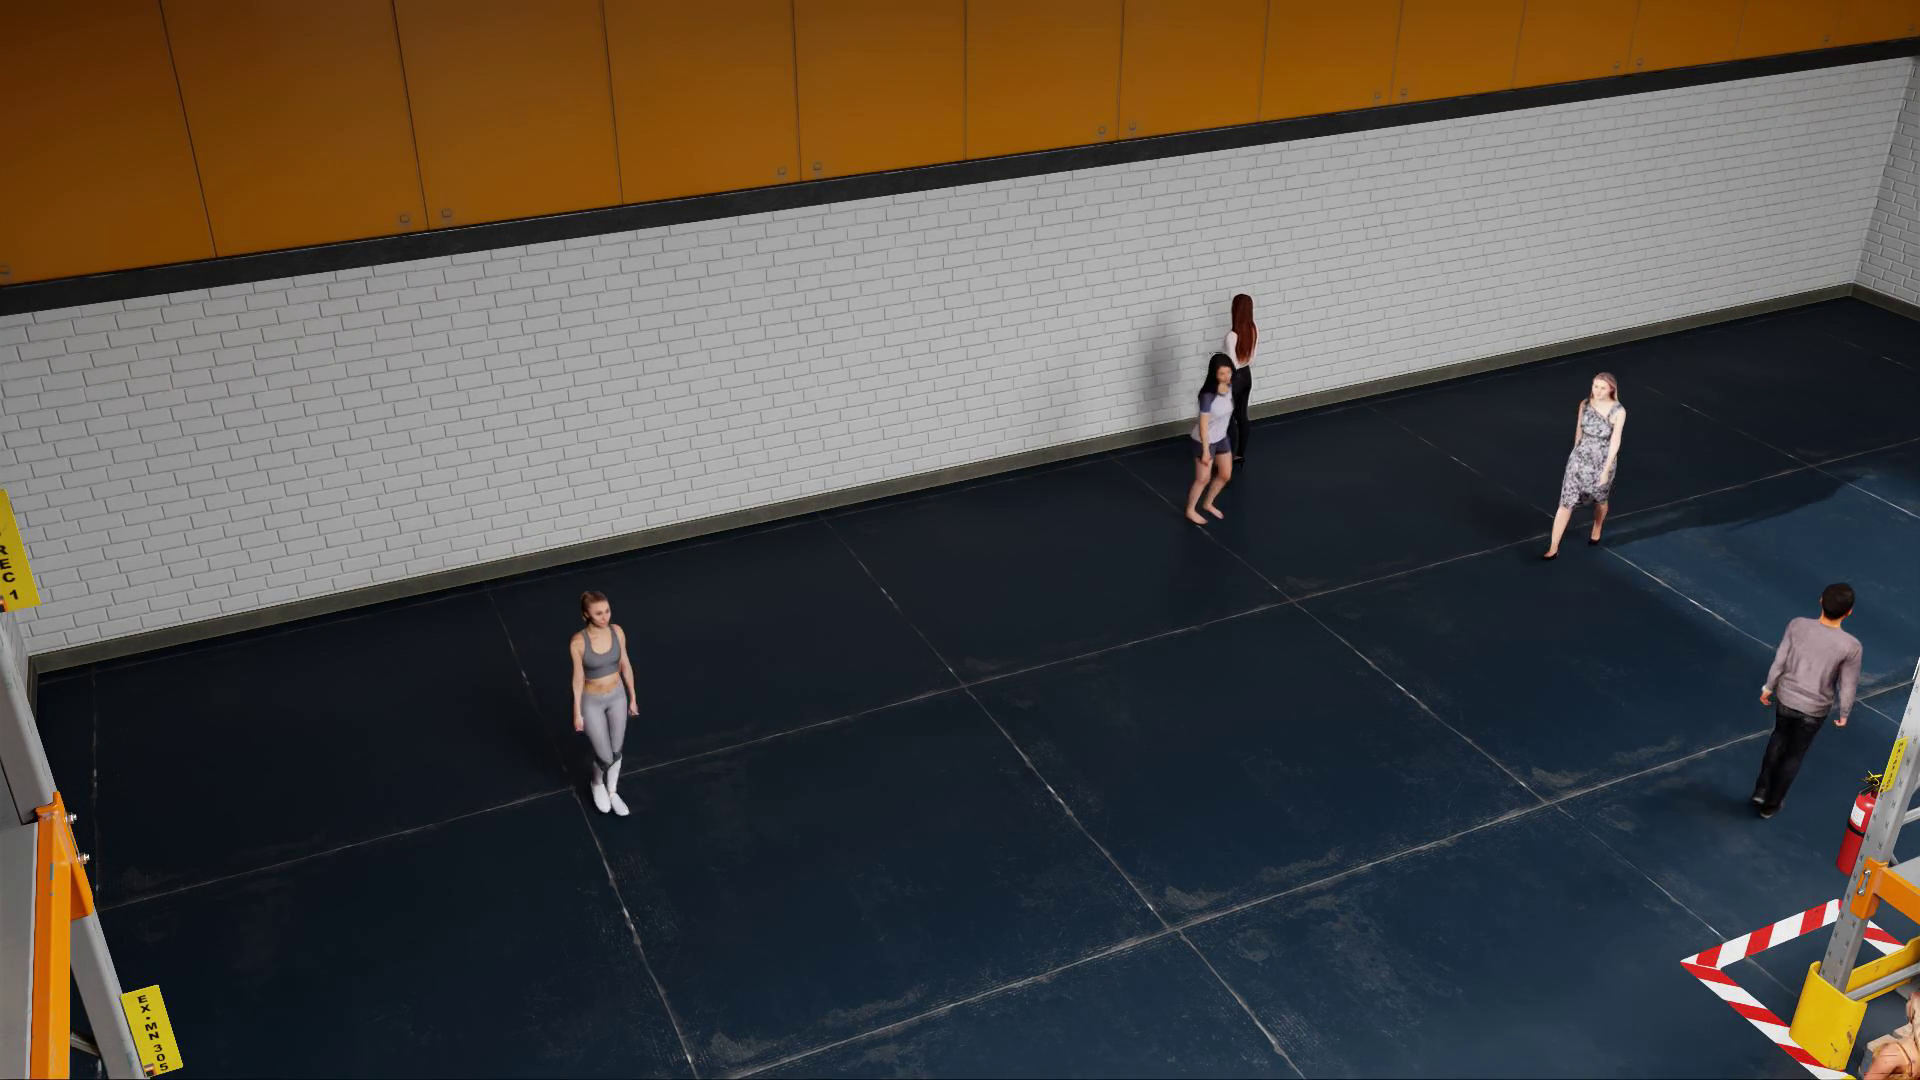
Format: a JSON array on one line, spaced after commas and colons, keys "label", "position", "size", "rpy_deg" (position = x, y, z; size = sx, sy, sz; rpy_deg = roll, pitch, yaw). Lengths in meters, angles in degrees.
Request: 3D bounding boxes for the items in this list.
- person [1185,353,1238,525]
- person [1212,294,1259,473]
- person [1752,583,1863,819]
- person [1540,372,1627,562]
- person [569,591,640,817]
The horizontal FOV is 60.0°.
[{"label": "person", "position": [2.166, -0.892, 14.564], "size": [0.751, 1.670, 0.713], "rpy_deg": [16, 33, 27]}, {"label": "person", "position": [2.570, -1.449, 15.491], "size": [0.657, 1.759, 0.609], "rpy_deg": [-25, 38, -38]}, {"label": "person", "position": [5.447, 1.095, 10.829], "size": [0.832, 1.758, 0.692], "rpy_deg": [-3, 29, -5]}, {"label": "person", "position": [5.423, -0.636, 14.113], "size": [1.141, 1.651, 0.942], "rpy_deg": [24, 36, 36]}, {"label": "person", "position": [-2.396, 1.055, 10.968], "size": [0.665, 1.694, 0.677], "rpy_deg": [-21, 35, -34]}]
